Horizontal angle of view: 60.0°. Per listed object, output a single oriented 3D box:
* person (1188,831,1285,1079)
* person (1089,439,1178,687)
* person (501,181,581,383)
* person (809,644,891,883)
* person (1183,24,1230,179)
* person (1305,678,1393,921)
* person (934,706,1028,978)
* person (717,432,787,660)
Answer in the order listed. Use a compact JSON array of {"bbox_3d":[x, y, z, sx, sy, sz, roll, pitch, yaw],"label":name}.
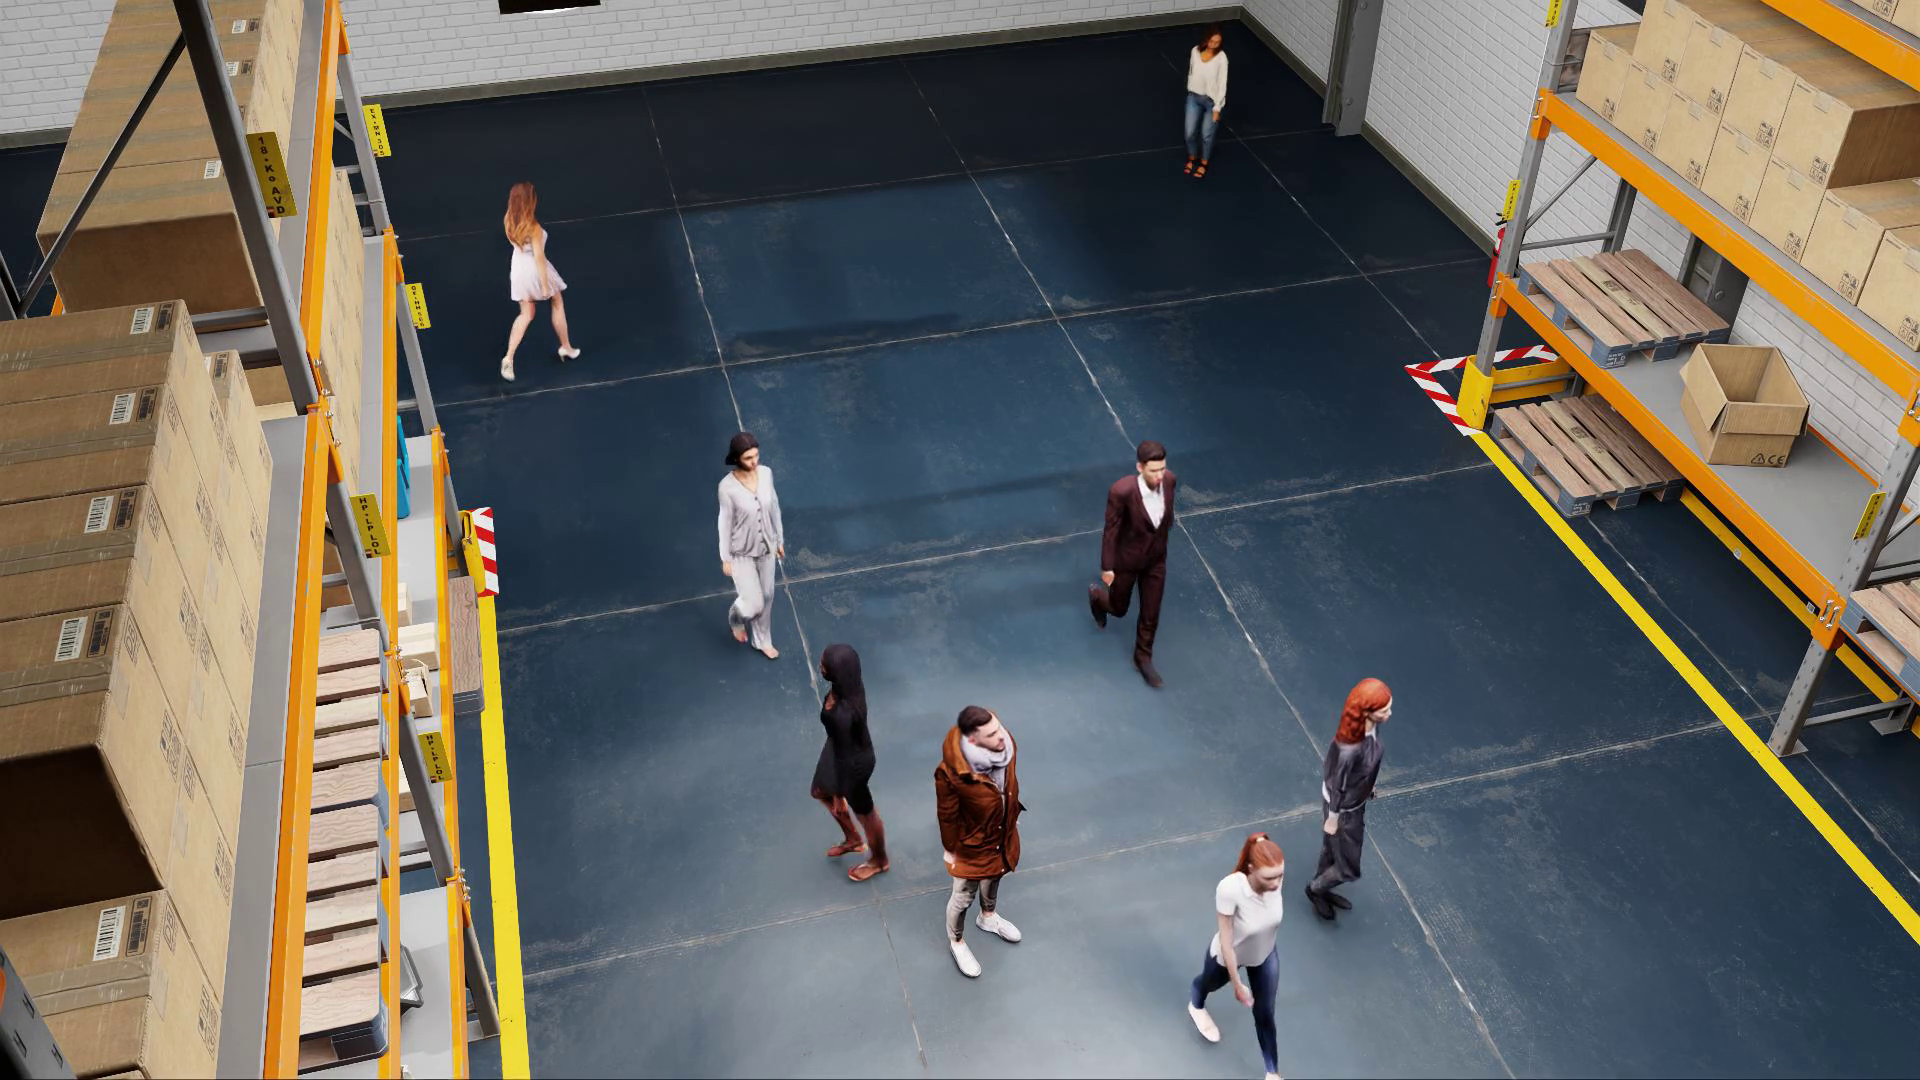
[{"bbox_3d":[1.358,2.041,8.469,0.706,1.694,1.110,-18,42,-21],"label":"person"},{"bbox_3d":[1.117,0.060,10.831,0.819,1.842,1.123,-17,41,-20],"label":"person"},{"bbox_3d":[-3.553,-2.076,13.590,1.035,1.738,1.080,21,43,24],"label":"person"},{"bbox_3d":[-0.549,1.249,9.453,0.842,1.704,0.673,-7,39,-8],"label":"person"},{"bbox_3d":[2.444,-4.379,16.544,0.828,1.650,0.756,-29,47,-31],"label":"person"},{"bbox_3d":[2.059,1.419,9.185,0.745,1.772,0.685,20,43,24],"label":"person"},{"bbox_3d":[0.102,1.575,8.938,0.879,1.838,0.844,31,48,33],"label":"person"},{"bbox_3d":[-1.430,0.016,10.949,0.765,1.765,0.827,-29,47,-31],"label":"person"}]
